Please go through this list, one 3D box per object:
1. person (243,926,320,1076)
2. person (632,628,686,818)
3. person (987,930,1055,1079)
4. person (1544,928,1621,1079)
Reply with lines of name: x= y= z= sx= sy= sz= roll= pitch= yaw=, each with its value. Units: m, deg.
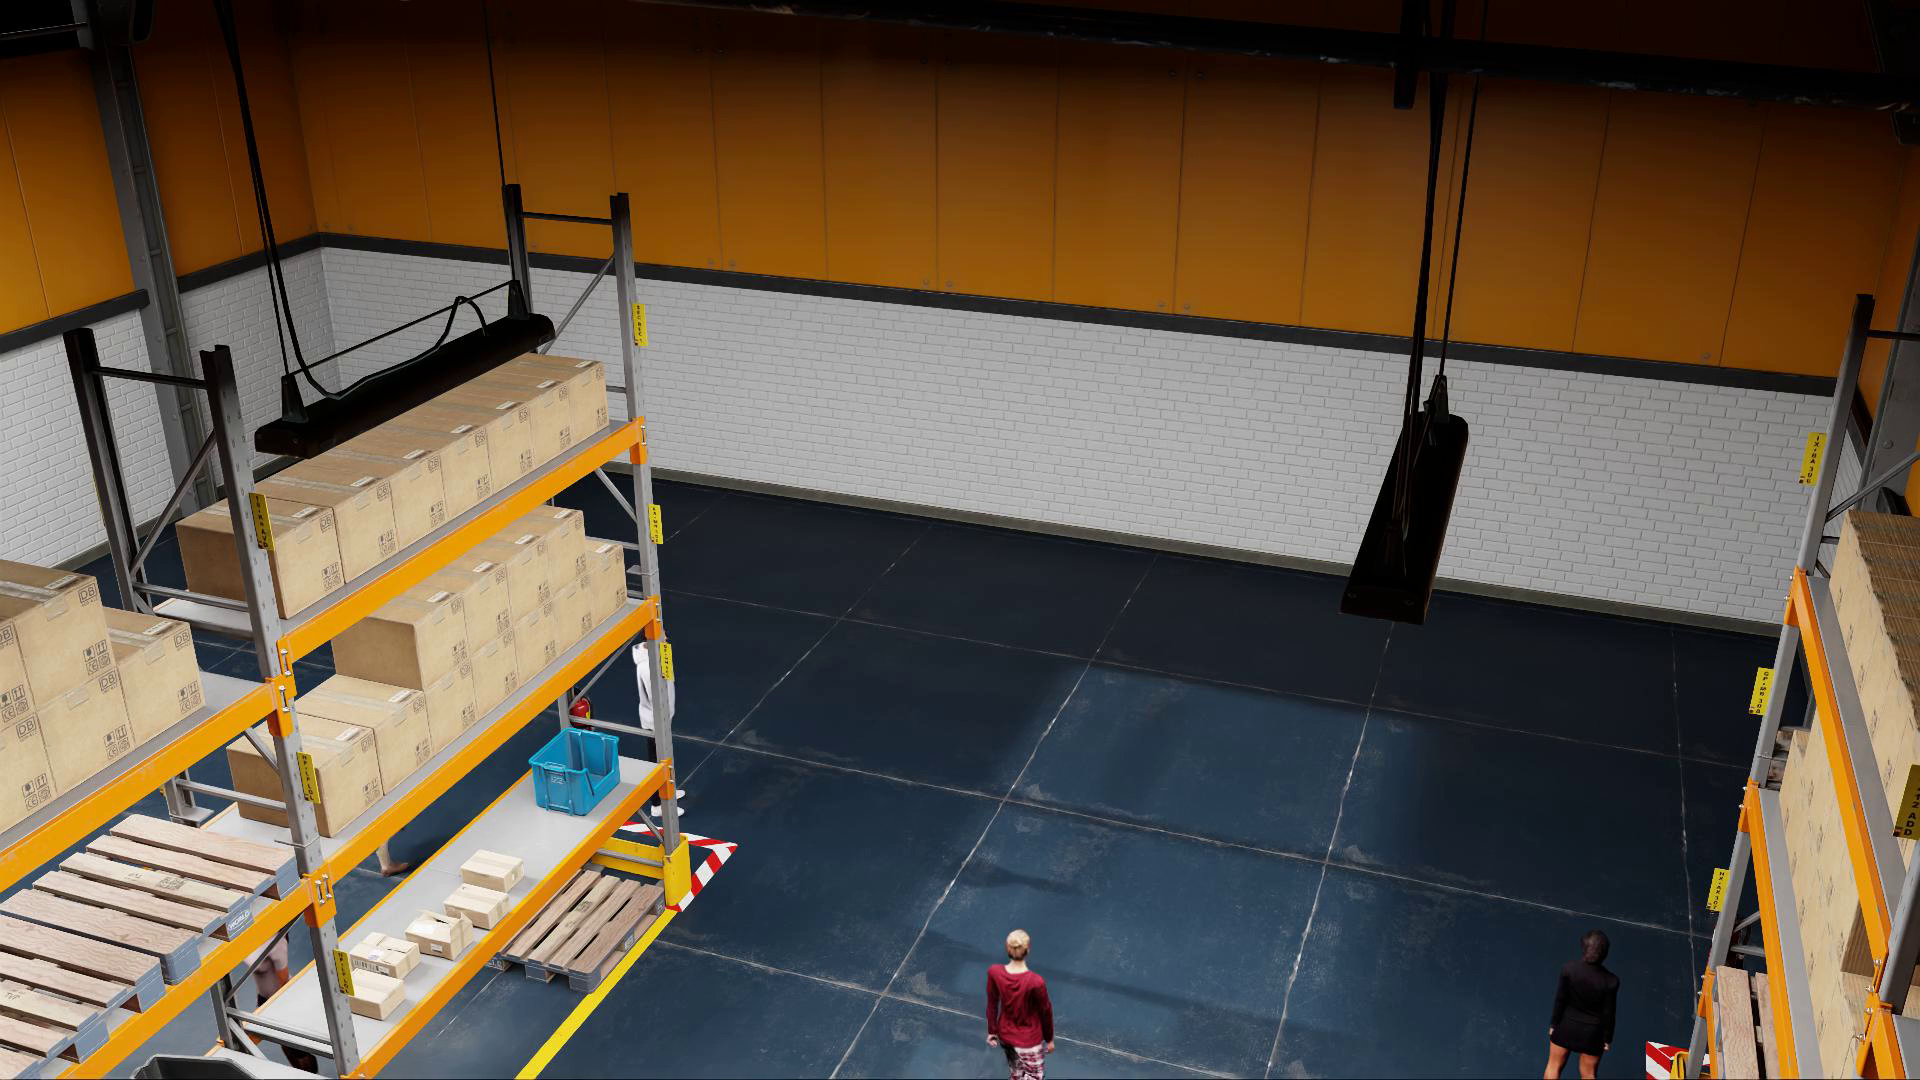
person: x=-4.774 y=3.227 z=11.687 sx=0.664 sy=1.743 sz=0.647 roll=19 pitch=30 yaw=37
person: x=-2.778 y=1.603 z=15.170 sx=0.832 sy=1.930 sz=0.703 roll=-3 pitch=24 yaw=-6
person: x=0.392 y=3.415 z=11.332 sx=0.698 sy=1.684 sz=0.899 roll=12 pitch=26 yaw=25
person: x=4.269 y=3.389 z=11.449 sx=0.583 sy=1.637 sz=0.618 roll=11 pitch=26 yaw=23
